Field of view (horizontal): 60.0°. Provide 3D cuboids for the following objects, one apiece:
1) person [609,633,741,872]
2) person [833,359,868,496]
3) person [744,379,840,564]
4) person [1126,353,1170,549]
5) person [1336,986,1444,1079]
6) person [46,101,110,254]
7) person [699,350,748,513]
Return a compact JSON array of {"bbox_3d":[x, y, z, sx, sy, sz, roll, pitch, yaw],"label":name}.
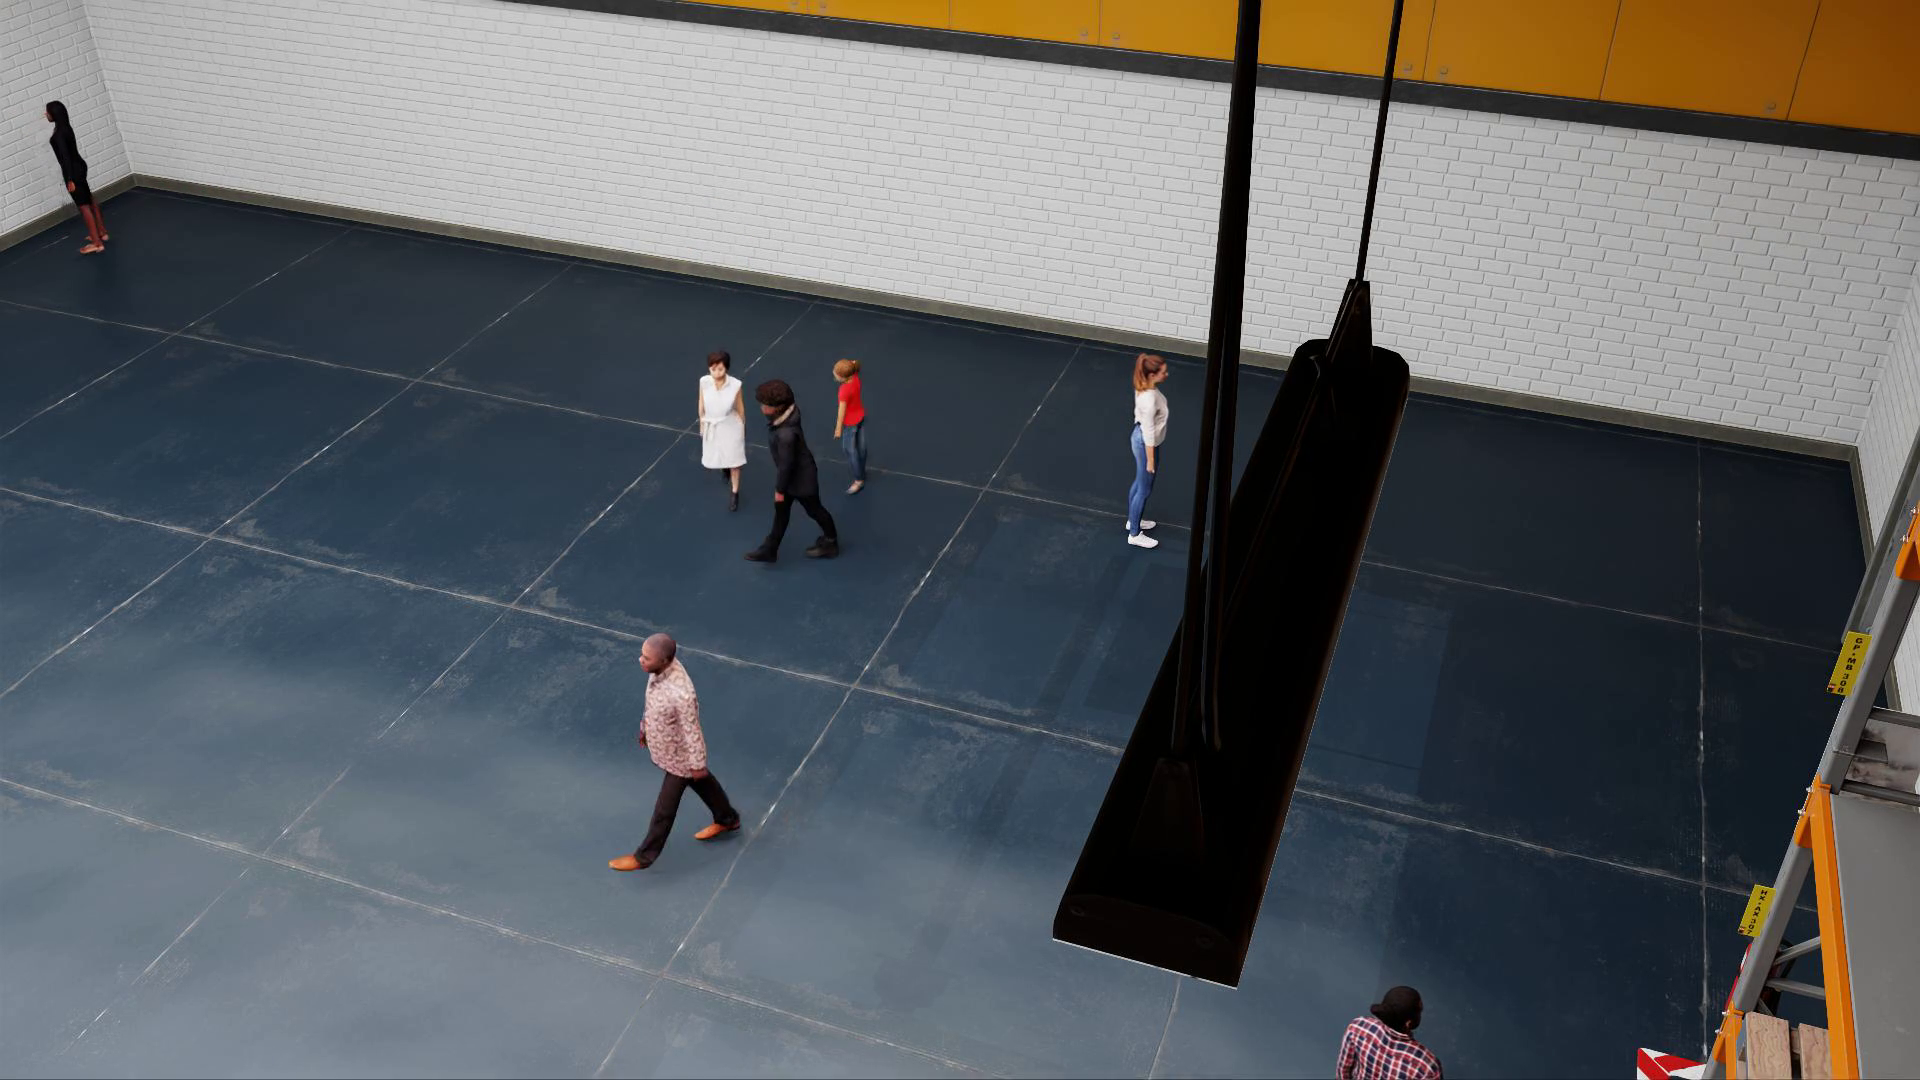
[{"bbox_3d":[-1.711,1.316,10.608,1.251,1.759,1.194,-14,36,-20],"label":"person"},{"bbox_3d":[-0.914,-1.067,14.622,0.684,1.284,0.384,22,39,29],"label":"person"},{"bbox_3d":[-1.243,-0.549,13.459,1.072,1.709,1.071,-6,34,-9],"label":"person"},{"bbox_3d":[1.541,-0.762,13.770,0.729,1.719,0.557,2,34,2],"label":"person"},{"bbox_3d":[2.102,2.870,8.268,0.758,1.761,0.708,23,40,31],"label":"person"},{"bbox_3d":[-10.029,-4.127,18.831,0.750,1.721,0.668,-11,35,-16],"label":"person"},{"bbox_3d":[-2.020,-0.981,14.261,0.682,1.540,0.825,1,34,2],"label":"person"}]
